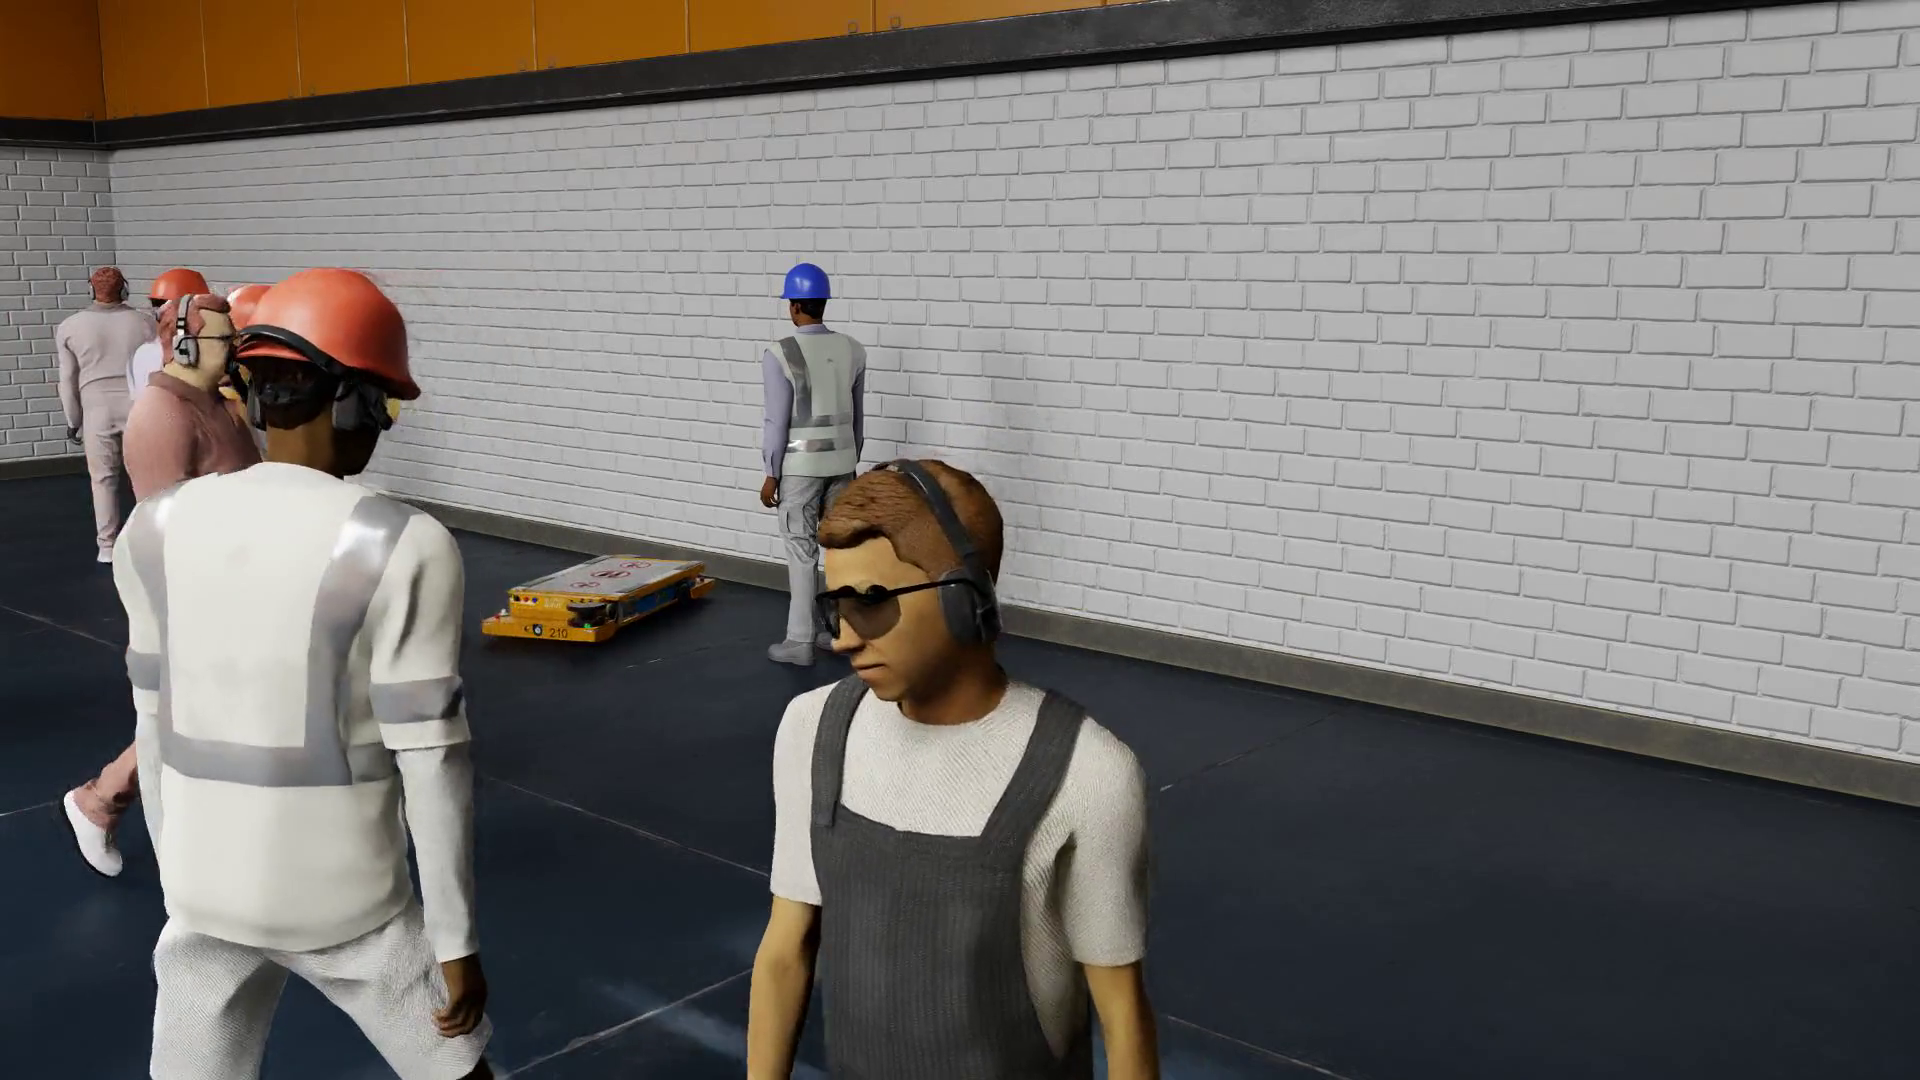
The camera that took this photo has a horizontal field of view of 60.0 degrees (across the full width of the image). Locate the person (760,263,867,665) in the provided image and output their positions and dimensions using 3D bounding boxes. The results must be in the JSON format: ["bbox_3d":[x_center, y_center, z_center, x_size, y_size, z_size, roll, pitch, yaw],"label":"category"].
[{"bbox_3d":[-0.717,-0.364,8.116,0.385,1.948,0.605,10,14,44],"label":"person"}]

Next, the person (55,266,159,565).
[{"bbox_3d":[-5.397,-0.793,10.681,0.643,1.908,0.399,-5,11,-25],"label":"person"}]

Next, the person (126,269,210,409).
[{"bbox_3d":[-3.558,-0.276,7.679,0.542,1.927,0.380,7,12,36],"label":"person"}]

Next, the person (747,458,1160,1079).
[{"bbox_3d":[0.021,0.767,2.172,0.497,1.796,1.021,7,12,33],"label":"person"}]

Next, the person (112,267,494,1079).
[{"bbox_3d":[-0.998,0.560,2.744,0.772,2.003,0.546,2,10,13],"label":"person"}]

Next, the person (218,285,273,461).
[{"bbox_3d":[-2.527,0.021,6.105,0.957,1.880,0.543,-1,10,-8],"label":"person"}]

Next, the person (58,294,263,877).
[{"bbox_3d":[-2.429,0.167,5.266,0.786,1.882,0.658,-1,10,-7],"label":"person"}]

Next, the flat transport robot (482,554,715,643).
[{"bbox_3d":[-1.945,0.297,9.125,0.652,0.197,1.431,3,10,16],"label":"flat transport robot"}]
